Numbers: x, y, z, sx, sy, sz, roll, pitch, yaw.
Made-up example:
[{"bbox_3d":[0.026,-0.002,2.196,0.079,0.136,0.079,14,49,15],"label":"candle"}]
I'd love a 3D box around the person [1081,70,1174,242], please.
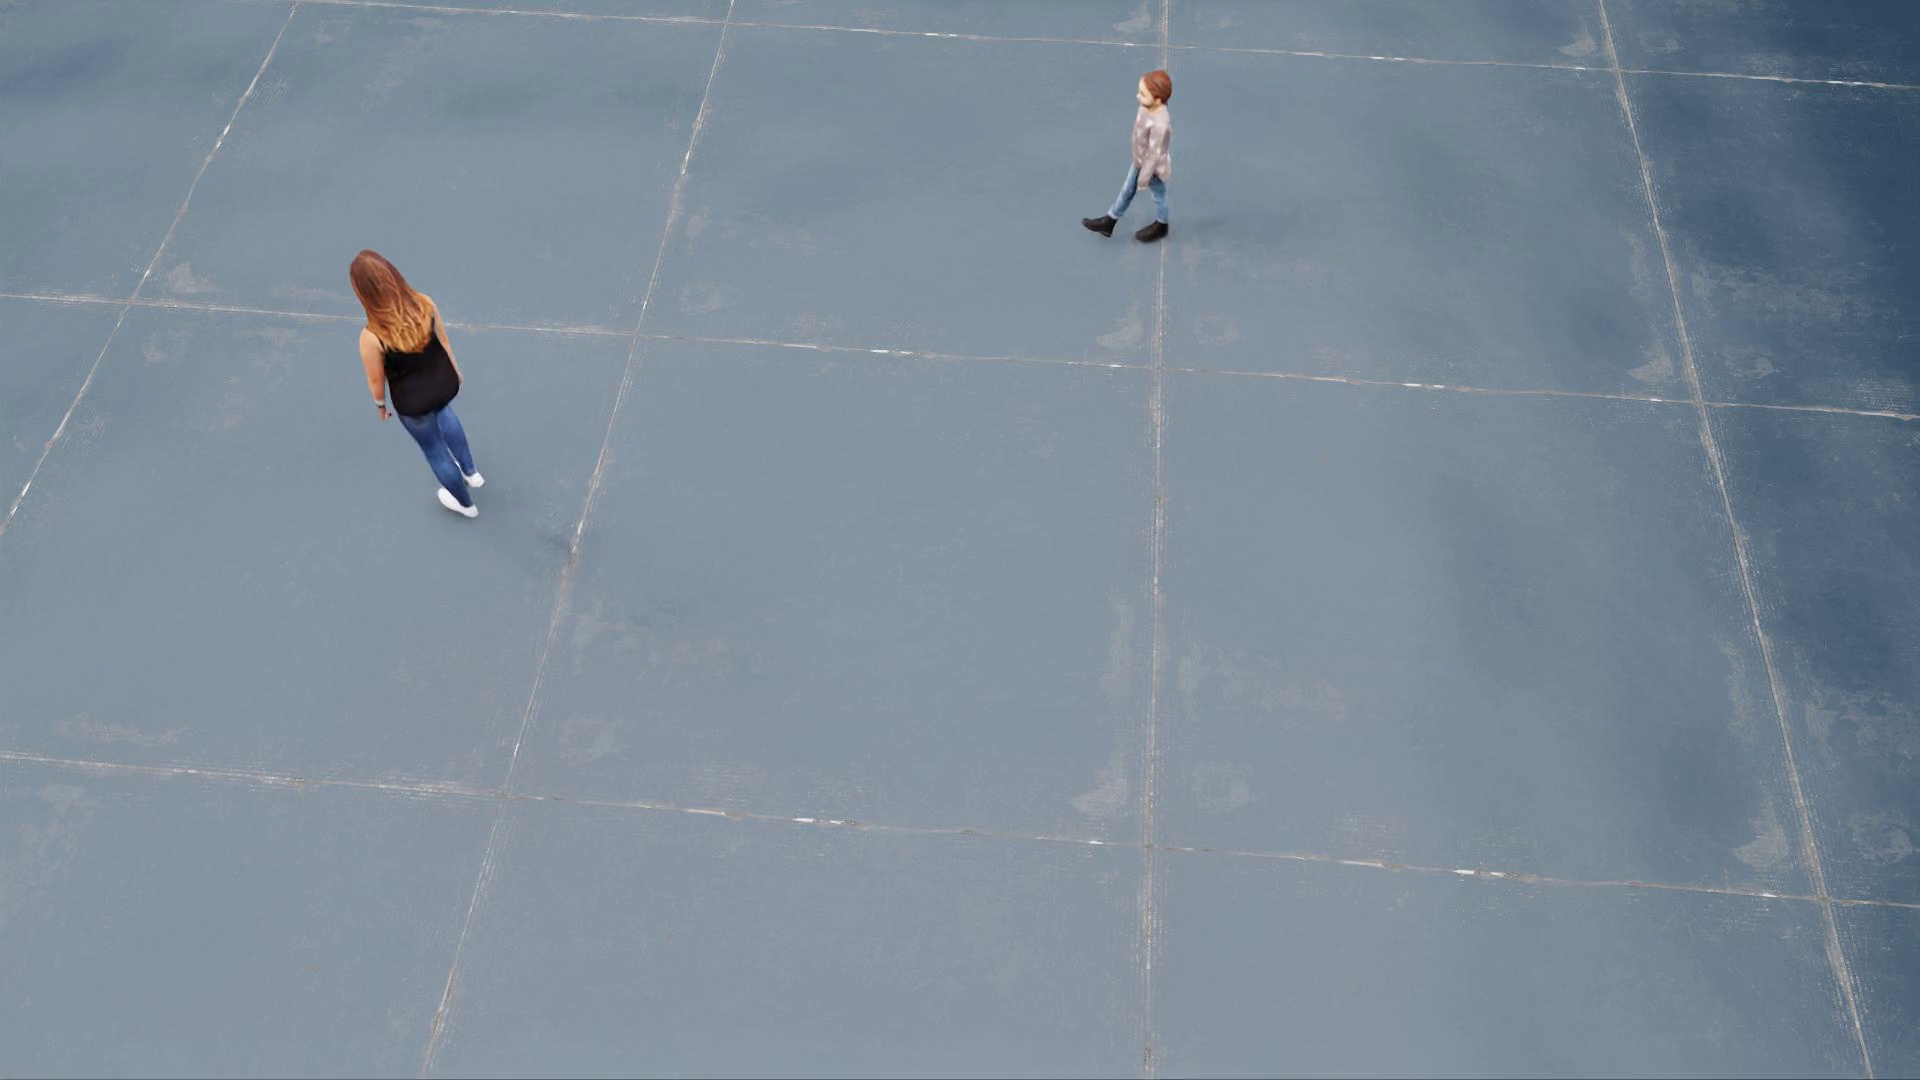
[{"bbox_3d":[1.153,-2.193,9.588,0.813,1.175,0.639,-11,53,-8],"label":"person"}]

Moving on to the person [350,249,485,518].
[{"bbox_3d":[-2.555,-0.690,8.087,0.749,1.710,0.707,30,58,21],"label":"person"}]
